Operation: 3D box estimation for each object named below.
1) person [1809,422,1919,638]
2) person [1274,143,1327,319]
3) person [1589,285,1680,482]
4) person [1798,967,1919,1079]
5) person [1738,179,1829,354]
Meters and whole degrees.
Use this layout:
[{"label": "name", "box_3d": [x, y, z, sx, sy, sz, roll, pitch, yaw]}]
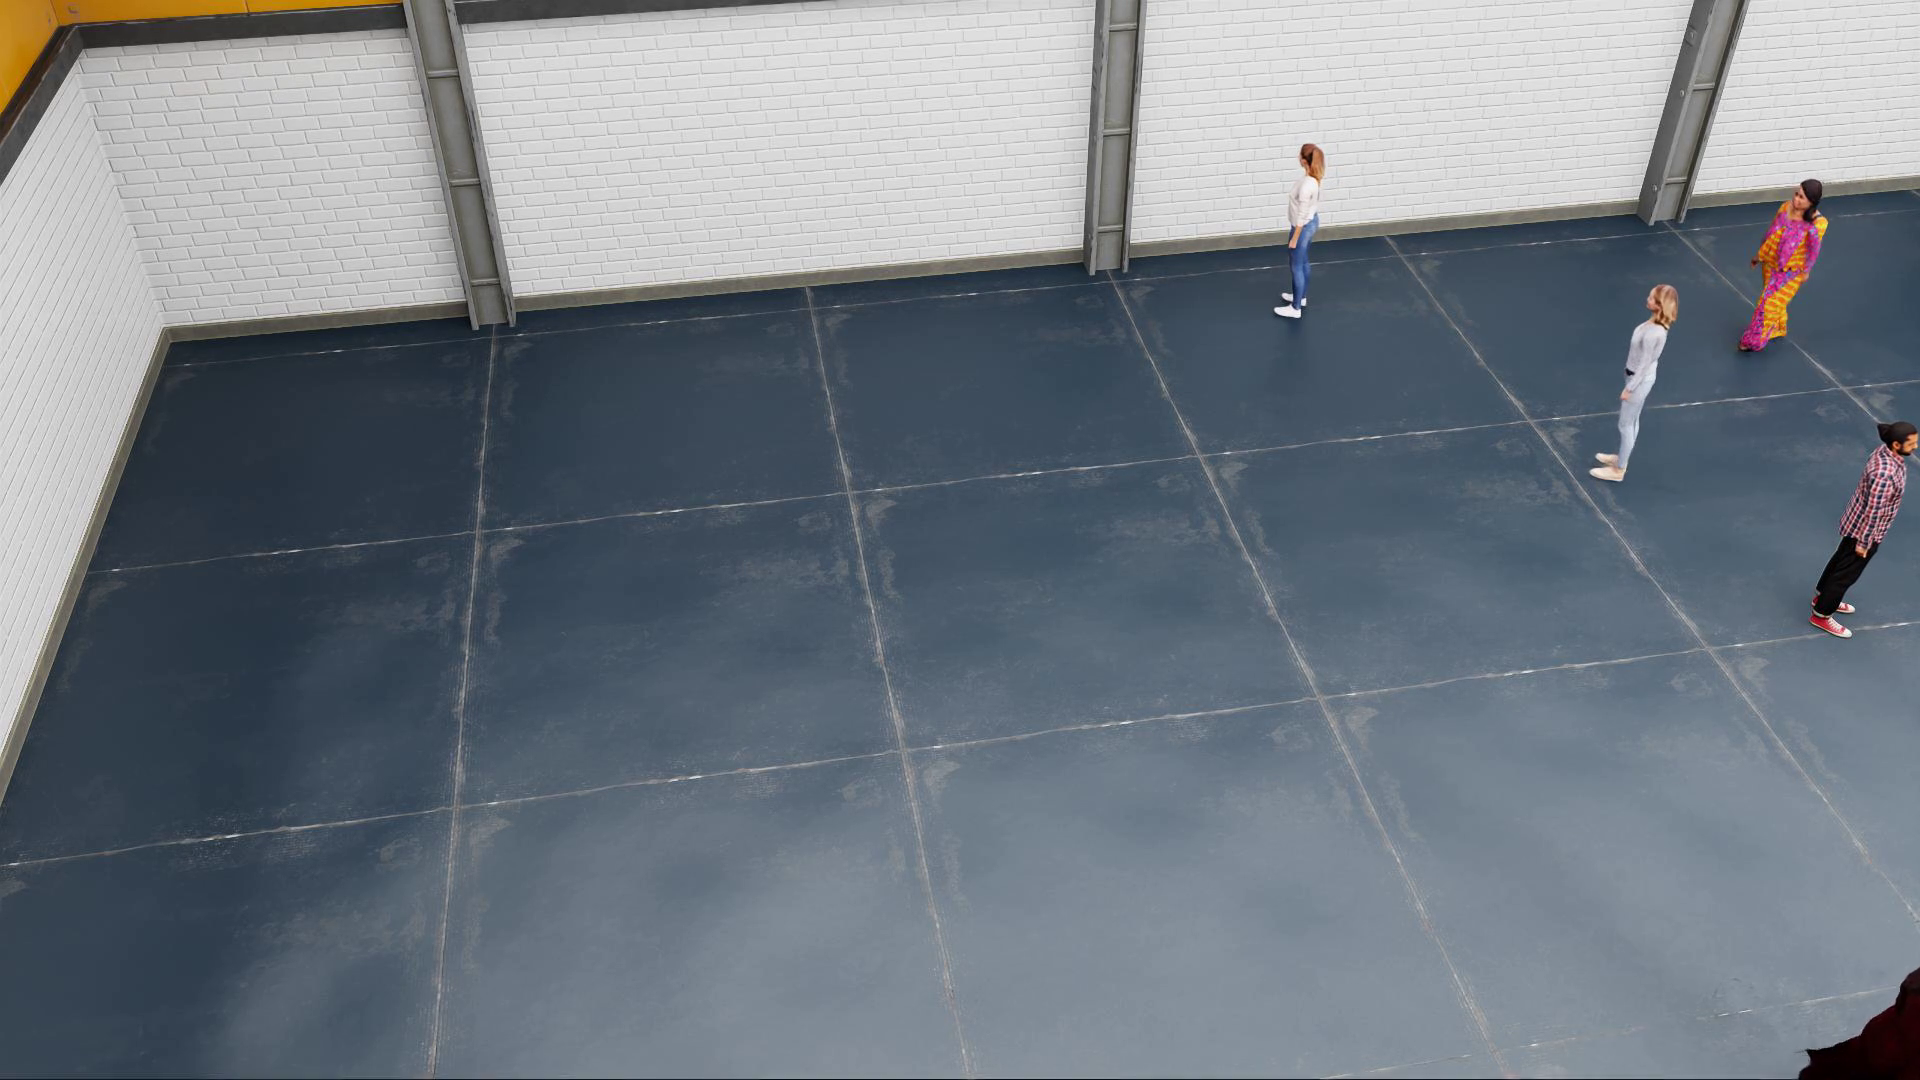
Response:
[{"label": "person", "box_3d": [6.528, -0.114, 11.984, 0.807, 1.761, 0.792, 16, 41, 19]}, {"label": "person", "box_3d": [3.201, -2.892, 15.495, 0.705, 1.720, 0.681, 17, 42, 20]}, {"label": "person", "box_3d": [5.469, -1.268, 13.401, 0.708, 1.796, 0.666, 20, 43, 23]}, {"label": "person", "box_3d": [4.842, 2.578, 8.663, 1.183, 1.698, 0.995, -20, 43, -23]}, {"label": "person", "box_3d": [7.546, -2.526, 15.096, 0.939, 1.646, 0.738, -12, 40, -15]}]
